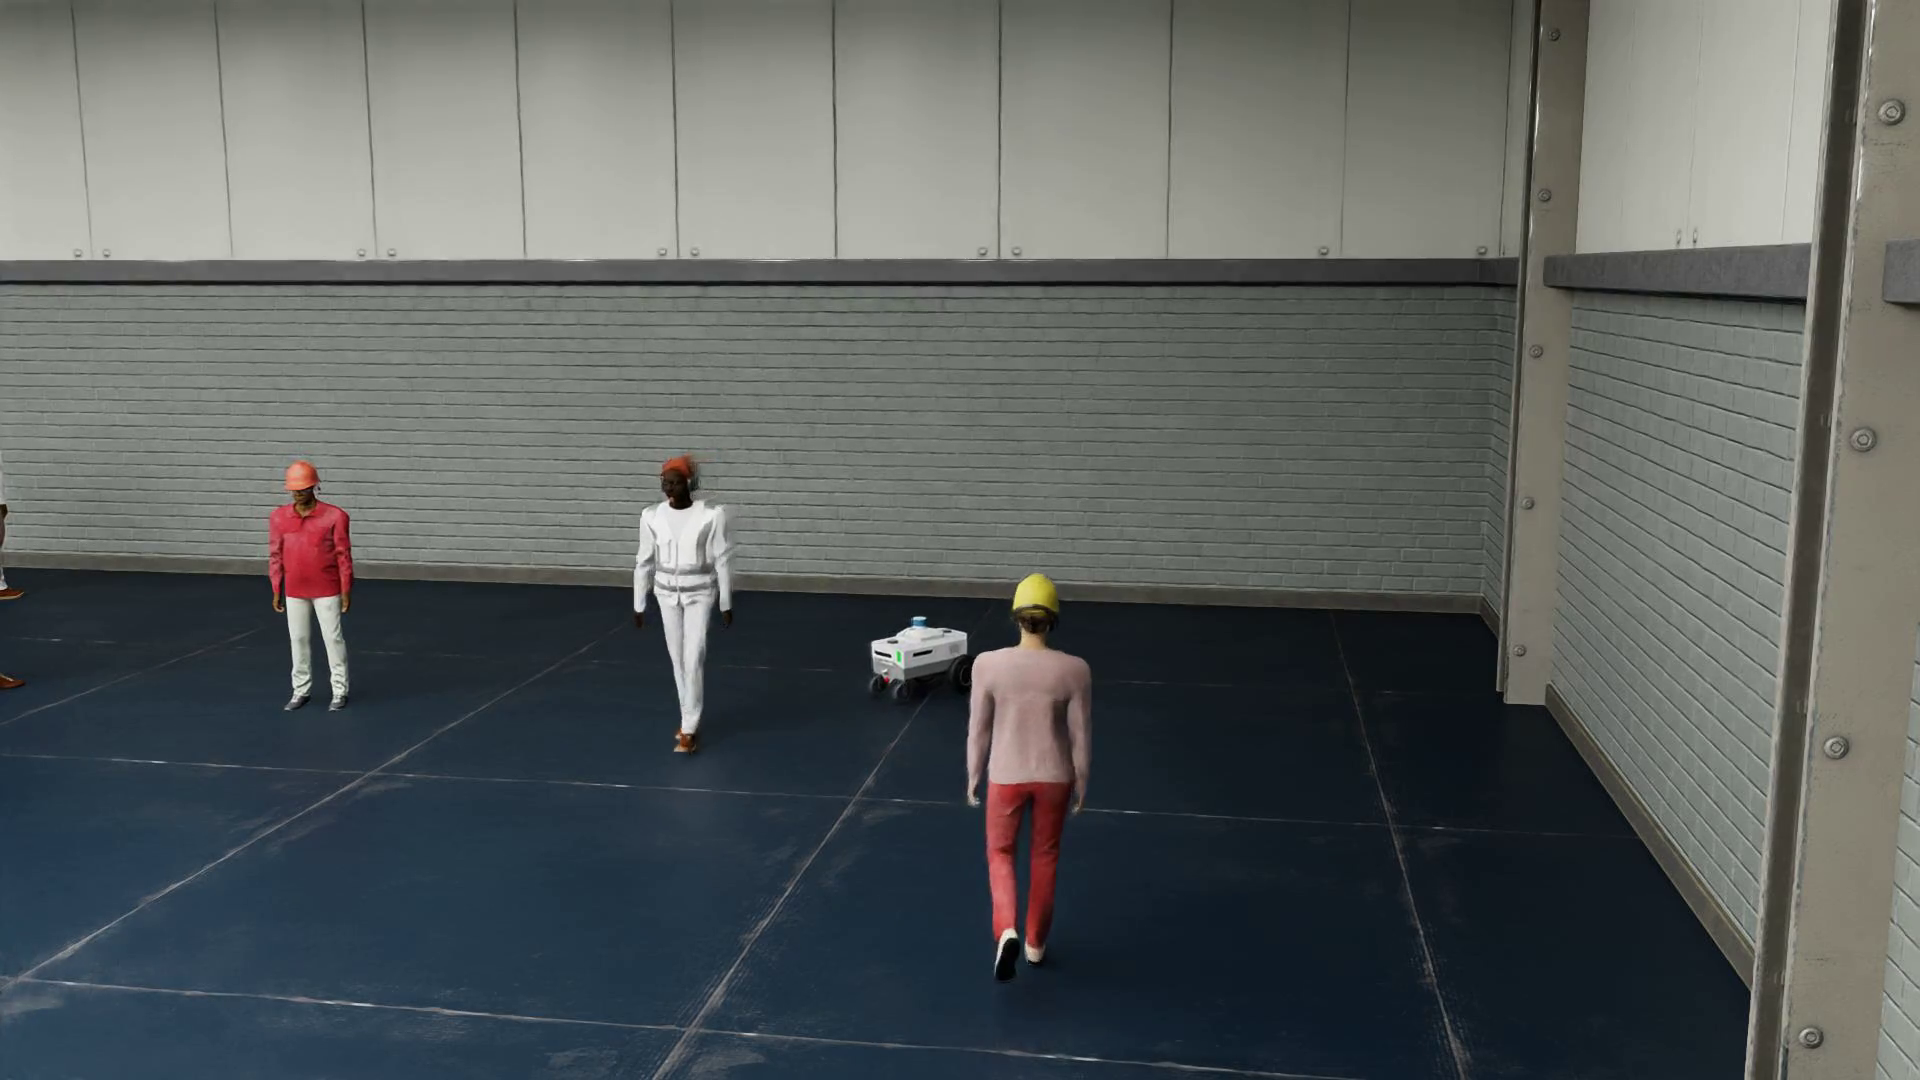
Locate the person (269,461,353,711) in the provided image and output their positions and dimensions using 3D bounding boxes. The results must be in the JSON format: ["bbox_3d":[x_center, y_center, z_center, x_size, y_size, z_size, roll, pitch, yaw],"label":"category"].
[{"bbox_3d":[-4.472,0.320,11.444,0.565,1.742,0.352,0,9,0],"label":"person"}]

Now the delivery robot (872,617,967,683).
[{"bbox_3d":[-0.288,0.792,11.893,0.707,0.478,0.477,-9,13,-42],"label":"delivery robot"}]

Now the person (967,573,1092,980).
[{"bbox_3d":[0.301,1.022,7.069,0.540,1.746,0.587,0,9,0],"label":"person"}]

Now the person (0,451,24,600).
[{"bbox_3d":[-8.990,-0.379,15.323,0.573,1.883,0.356,5,10,27],"label":"person"}]

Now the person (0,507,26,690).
[{"bbox_3d":[-7.127,0.140,12.045,0.636,1.911,0.405,7,11,36],"label":"person"}]

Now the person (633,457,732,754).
[{"bbox_3d":[-1.791,0.416,10.509,0.606,1.850,0.853,2,9,12],"label":"person"}]
